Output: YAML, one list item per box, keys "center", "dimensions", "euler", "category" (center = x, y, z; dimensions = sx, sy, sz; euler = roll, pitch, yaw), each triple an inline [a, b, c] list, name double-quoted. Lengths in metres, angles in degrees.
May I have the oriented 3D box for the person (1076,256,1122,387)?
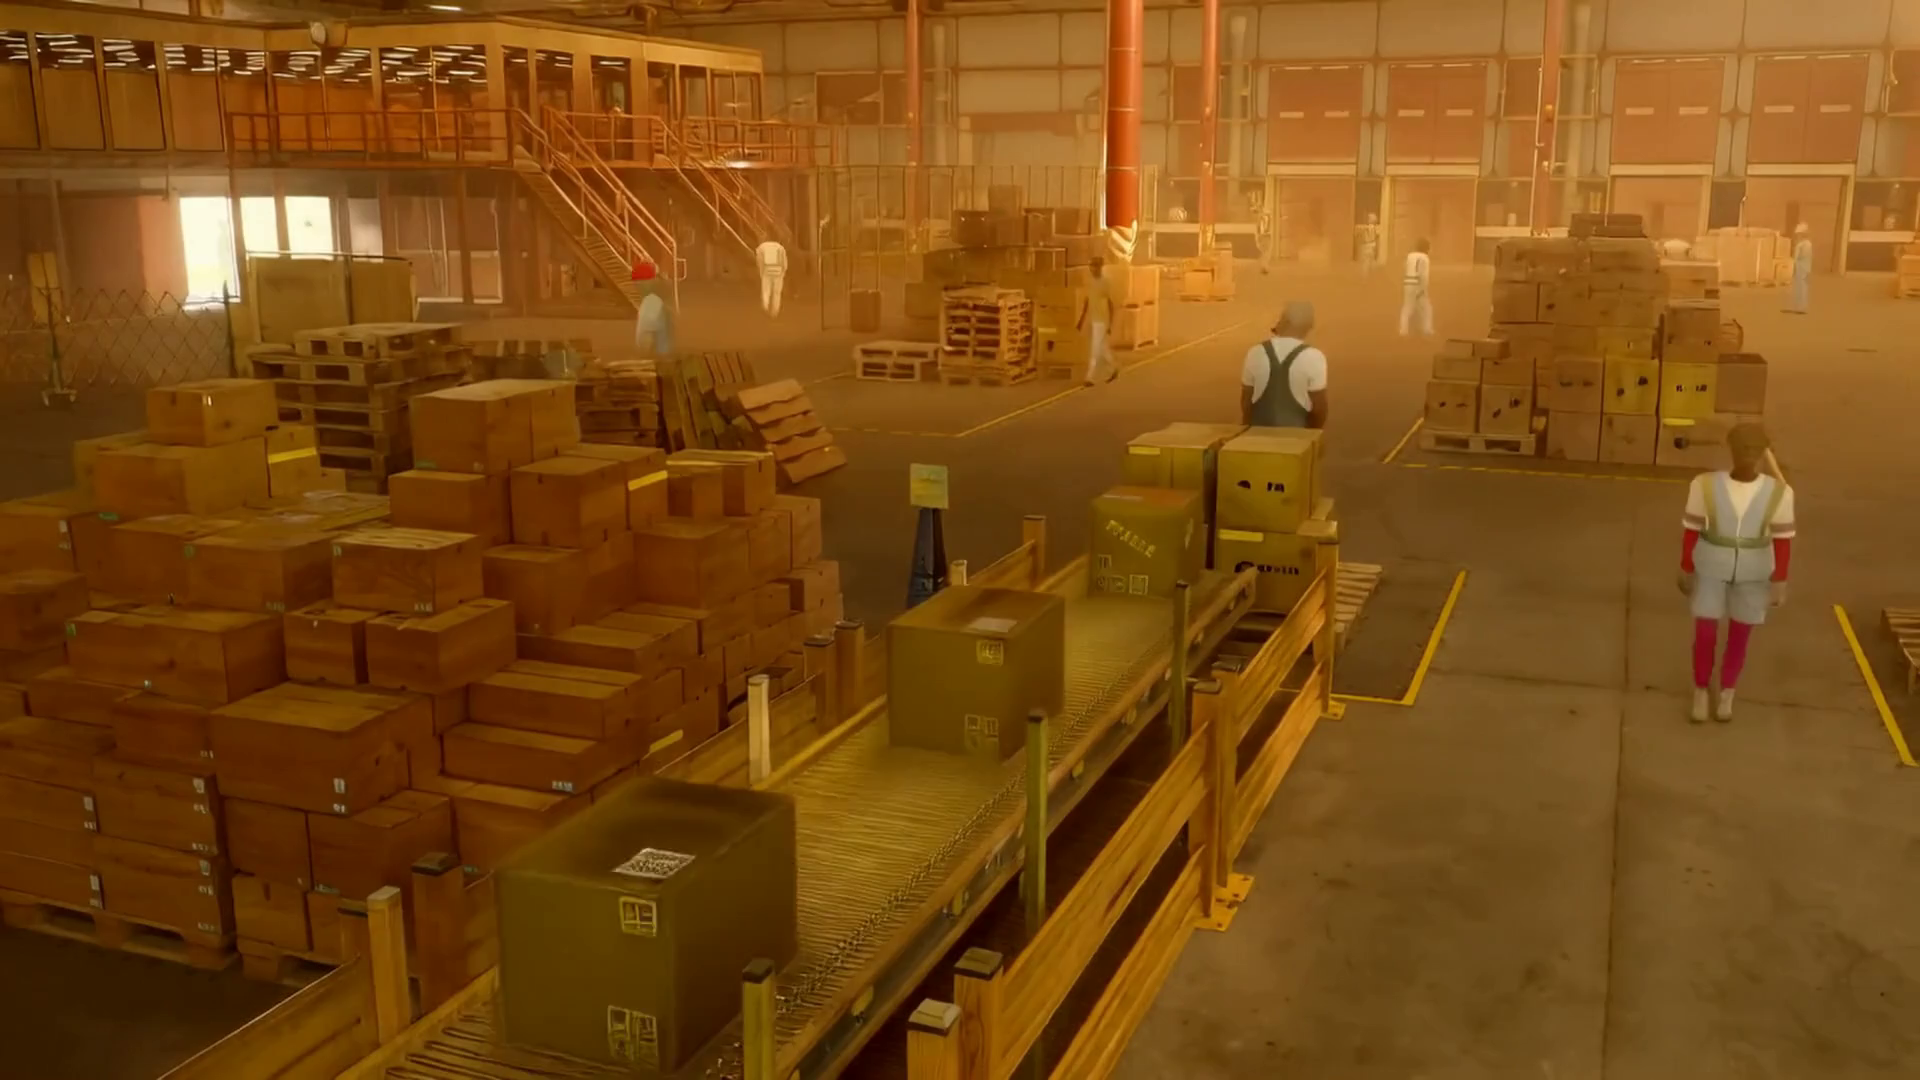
- center: [1.980, -3.089, 23.424]
  dimensions: [0.900, 1.837, 0.527]
  euler: [-9, 15, -34]
  category: "person"

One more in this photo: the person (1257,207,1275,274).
- center: [8.891, -8.677, 48.290]
  dimensions: [0.542, 1.922, 0.422]
  euler: [-9, 15, -35]
  category: "person"

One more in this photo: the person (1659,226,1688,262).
- center: [13.946, -5.182, 32.635]
  dimensions: [0.667, 1.907, 0.494]
  euler: [-3, 13, -13]
  category: "person"

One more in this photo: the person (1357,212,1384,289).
- center: [10.523, -7.387, 42.476]
  dimensions: [0.626, 1.915, 0.788]
  euler: [-5, 14, -22]
  category: "person"

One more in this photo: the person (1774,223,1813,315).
- center: [17.434, -5.652, 34.767]
  dimensions: [0.845, 1.893, 0.608]
  euler: [2, 13, 7]
  category: "person"

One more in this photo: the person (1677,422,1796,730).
- center: [4.171, 0.207, 8.953]
  dimensions: [0.557, 1.674, 0.593]
  euler: [5, 13, 20]
  category: "person"

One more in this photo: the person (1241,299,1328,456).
- center: [2.557, -0.908, 13.158]
  dimensions: [0.768, 2.000, 0.535]
  euler: [8, 15, 31]
  category: "person"

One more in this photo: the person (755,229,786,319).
- center: [-3.820, -5.353, 33.597]
  dimensions: [0.633, 1.817, 0.751]
  euler: [0, 13, 2]
  category: "person"

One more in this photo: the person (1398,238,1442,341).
- center: [8.193, -4.425, 29.474]
  dimensions: [0.859, 1.808, 0.649]
  euler: [-5, 13, -20]
  category: "person"

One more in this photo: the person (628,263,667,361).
- center: [-3.436, -2.076, 18.519]
  dimensions: [1.052, 1.999, 0.618]
  euler: [-4, 13, -16]
  category: "person"

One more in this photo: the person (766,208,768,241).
- center: [-5.606, -8.806, 48.719]
  dimensions: [0.572, 1.976, 0.648]
  euler: [-1, 13, -6]
  category: "person"

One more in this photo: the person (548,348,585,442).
- center: [-2.533, -0.366, 11.159]
  dimensions: [0.772, 1.843, 0.563]
  euler: [-6, 14, -25]
  category: "person"
